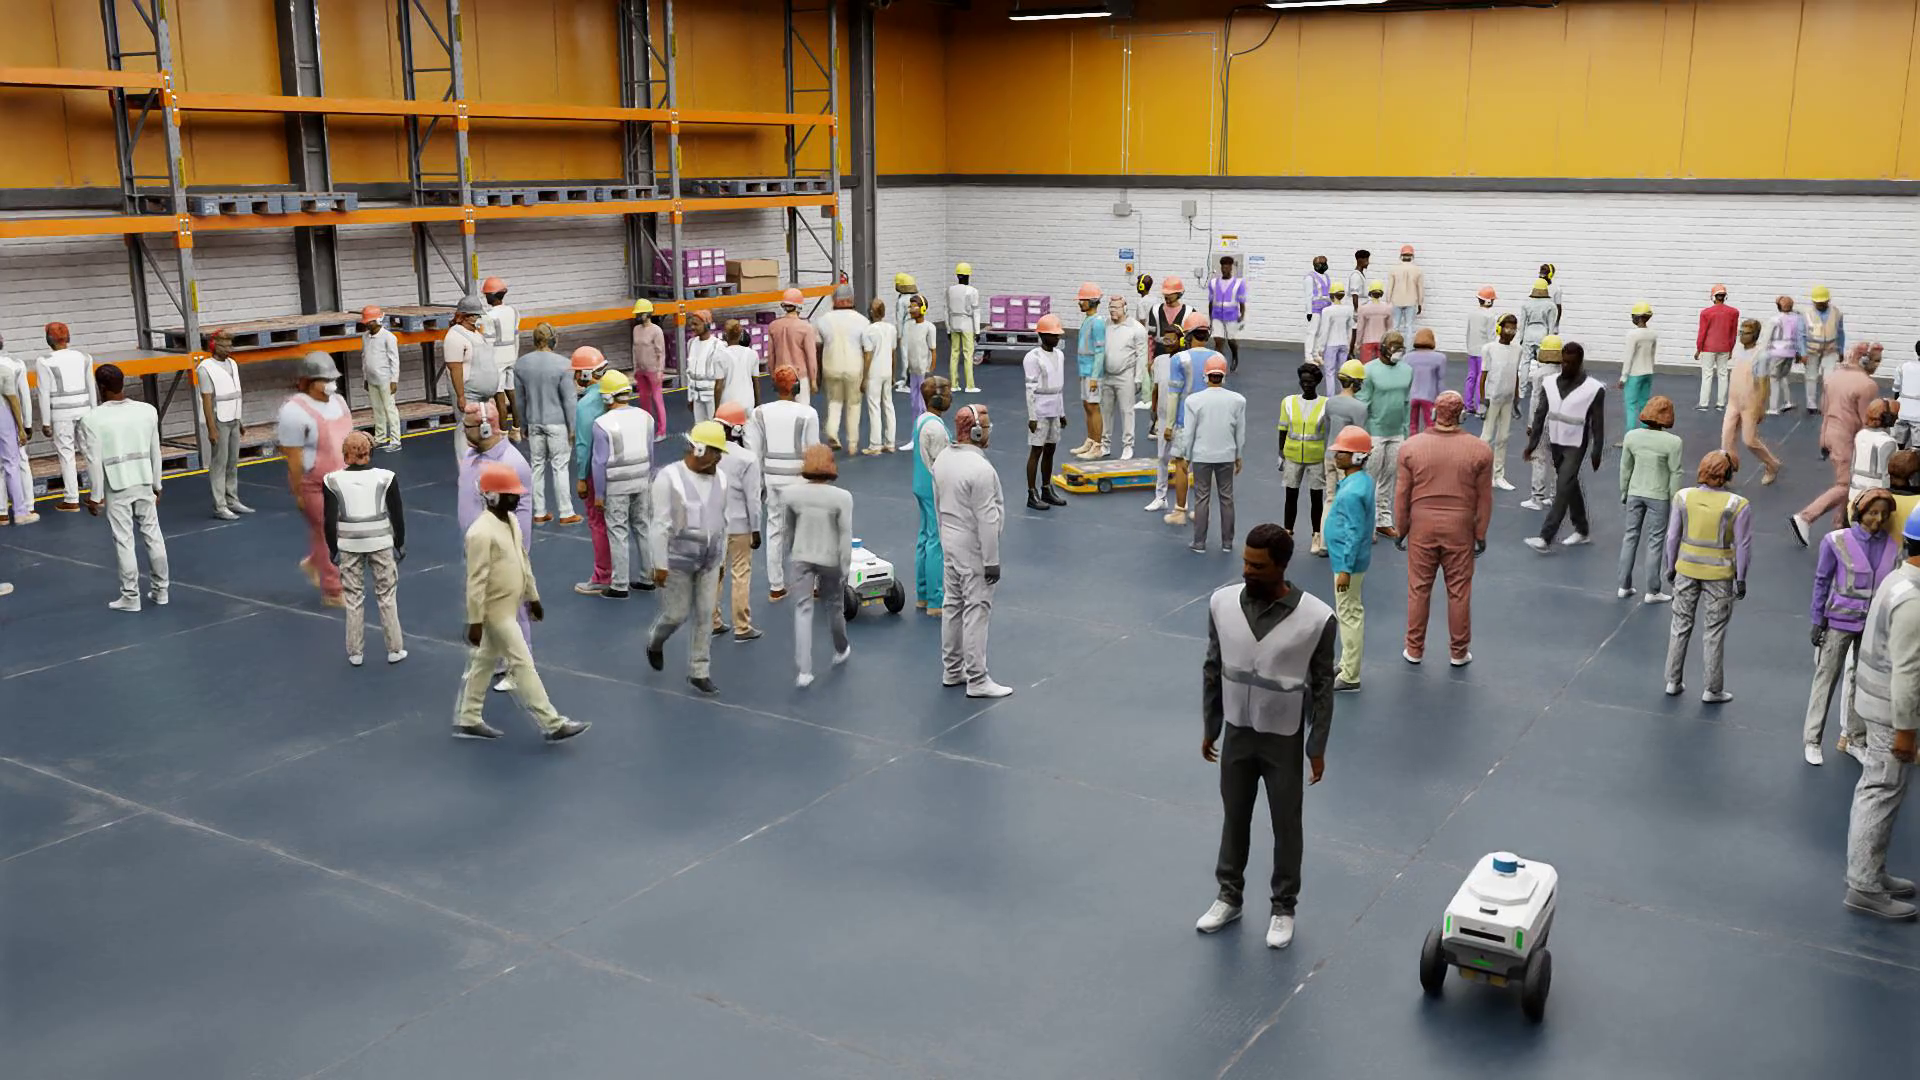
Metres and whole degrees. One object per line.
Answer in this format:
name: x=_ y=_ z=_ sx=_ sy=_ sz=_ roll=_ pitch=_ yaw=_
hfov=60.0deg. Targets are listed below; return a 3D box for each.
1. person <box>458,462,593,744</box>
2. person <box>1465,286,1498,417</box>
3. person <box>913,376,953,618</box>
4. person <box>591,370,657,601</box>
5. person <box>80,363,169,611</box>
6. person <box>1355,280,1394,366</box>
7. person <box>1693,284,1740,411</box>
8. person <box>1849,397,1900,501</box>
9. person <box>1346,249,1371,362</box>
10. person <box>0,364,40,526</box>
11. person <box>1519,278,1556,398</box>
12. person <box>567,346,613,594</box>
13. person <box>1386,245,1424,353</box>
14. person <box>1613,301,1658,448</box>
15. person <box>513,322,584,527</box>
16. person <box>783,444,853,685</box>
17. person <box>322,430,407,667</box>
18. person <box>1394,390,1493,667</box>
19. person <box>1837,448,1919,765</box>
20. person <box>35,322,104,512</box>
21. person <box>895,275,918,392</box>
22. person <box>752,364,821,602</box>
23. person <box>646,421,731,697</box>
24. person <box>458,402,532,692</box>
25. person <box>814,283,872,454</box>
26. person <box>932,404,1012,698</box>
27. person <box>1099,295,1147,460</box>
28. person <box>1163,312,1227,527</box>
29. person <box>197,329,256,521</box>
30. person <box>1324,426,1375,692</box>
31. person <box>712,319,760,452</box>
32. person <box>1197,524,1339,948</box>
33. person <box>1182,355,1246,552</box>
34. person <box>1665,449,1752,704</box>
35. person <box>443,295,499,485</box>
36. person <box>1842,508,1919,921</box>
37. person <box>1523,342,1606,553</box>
person: x=-2.638 y=0.383 z=9.862 sx=0.880 sy=1.701 sz=0.593 roll=1 pitch=13 yaw=3
person: x=7.066 y=-2.548 z=22.484 sx=0.329 sy=1.753 sz=0.560 roll=-4 pitch=14 yaw=-17
person: x=-0.180 y=-0.329 z=12.662 sx=0.345 sy=1.847 sz=0.508 roll=-4 pitch=14 yaw=-18
person: x=-2.672 y=-0.432 z=13.167 sx=0.404 sy=1.824 sz=0.591 roll=9 pitch=16 yaw=35
person: x=-6.420 y=-0.402 z=12.822 sx=0.393 sy=1.918 sz=0.587 roll=9 pitch=16 yaw=34
person: x=5.809 y=-2.754 z=23.353 sx=0.522 sy=1.769 sz=0.318 roll=0 pitch=13 yaw=-1
person: x=10.428 y=-2.658 z=22.984 sx=0.562 sy=1.742 sz=0.338 roll=-1 pitch=13 yaw=-4
person: x=7.089 y=-0.290 z=12.940 sx=0.311 sy=1.642 sz=0.513 roll=0 pitch=13 yaw=-1
person: x=6.650 y=-3.884 z=27.848 sx=0.376 sy=1.958 sz=0.599 roll=4 pitch=14 yaw=17
person: x=-9.127 y=-1.047 z=15.777 sx=0.505 sy=1.846 sz=0.344 roll=1 pitch=13 yaw=2
person: x=8.363 y=-2.919 z=24.143 sx=0.487 sy=1.737 sz=0.324 roll=6 pitch=14 yaw=24
person: x=-2.923 y=-0.563 z=13.373 sx=0.407 sy=1.987 sz=0.615 roll=3 pitch=13 yaw=12
person: x=7.643 y=-4.076 z=28.616 sx=0.623 sy=1.985 sz=0.413 roll=3 pitch=13 yaw=11
person: x=8.142 y=-1.983 z=20.012 sx=0.525 sy=1.767 sz=0.321 roll=-8 pitch=15 yaw=-30
person: x=-3.896 y=-1.084 z=15.731 sx=0.629 sy=1.940 sz=0.379 roll=4 pitch=14 yaw=17
person: x=-0.951 y=0.143 z=11.180 sx=0.498 sy=1.587 sz=0.833 roll=1 pitch=13 yaw=6
person: x=-4.074 y=0.063 z=11.413 sx=0.522 sy=1.639 sz=0.306 roll=-3 pitch=13 yaw=-13
person: x=3.305 y=-0.074 z=11.421 sx=0.643 sy=1.910 sz=0.399 roll=4 pitch=14 yaw=18
person: x=5.396 y=0.378 z=9.606 sx=0.429 sy=1.843 sz=0.621 roll=-6 pitch=14 yaw=-26
person: x=-8.812 y=-1.219 z=16.465 sx=0.356 sy=1.876 sz=0.574 roll=7 pitch=15 yaw=28
person: x=-0.763 y=-3.082 z=24.838 sx=0.311 sy=1.738 sz=0.484 roll=12 pitch=18 yaw=42
person: x=-1.340 y=-0.432 z=13.026 sx=0.573 sy=1.883 sz=0.359 roll=4 pitch=14 yaw=18
person: x=-1.784 y=0.103 z=10.909 sx=0.616 sy=1.789 sz=0.624 roll=-11 pitch=17 yaw=-39
person: x=-3.082 y=0.040 z=10.929 sx=0.654 sy=1.904 sz=0.406 roll=11 pitch=17 yaw=41
person: x=-1.339 y=-2.019 z=19.562 sx=0.695 sy=2.000 sz=0.550 roll=2 pitch=13 yaw=7
person: x=0.087 y=0.069 z=10.801 sx=0.407 sy=1.910 sz=0.638 roll=-7 pitch=15 yaw=-29
person: x=1.811 y=-1.878 z=19.245 sx=0.652 sy=1.906 sz=0.409 roll=7 pitch=15 yaw=26
person: x=2.215 y=-1.141 z=15.786 sx=0.614 sy=2.030 sz=0.409 roll=-6 pitch=14 yaw=-25
person: x=-7.132 y=-1.119 z=16.103 sx=0.394 sy=1.835 sz=0.571 roll=1 pitch=13 yaw=4
person: x=2.538 y=0.119 z=10.908 sx=0.320 sy=1.754 sz=0.575 roll=4 pitch=14 yaw=16
person: x=-2.294 y=-1.341 z=17.053 sx=0.517 sy=1.843 sz=0.326 roll=-8 pitch=15 yaw=-30
person: x=1.359 y=0.851 z=7.386 sx=0.590 sy=1.916 sz=0.389 roll=8 pitch=15 yaw=31
person: x=2.234 y=-0.762 z=14.737 sx=0.563 sy=1.752 sz=0.341 roll=-1 pitch=13 yaw=-5
person: x=4.789 y=0.232 z=10.677 sx=0.309 sy=1.639 sz=0.523 roll=-12 pitch=17 yaw=-41
person: x=-5.188 y=-1.606 z=17.774 sx=0.535 sy=2.000 sz=0.679 roll=2 pitch=13 yaw=6
person: x=4.345 y=0.778 z=7.664 sx=0.413 sy=1.939 sz=0.597 roll=7 pitch=15 yaw=27
person: x=5.343 y=-0.823 z=14.761 sx=1.026 sy=1.856 sz=0.590 roll=-8 pitch=15 yaw=-31
